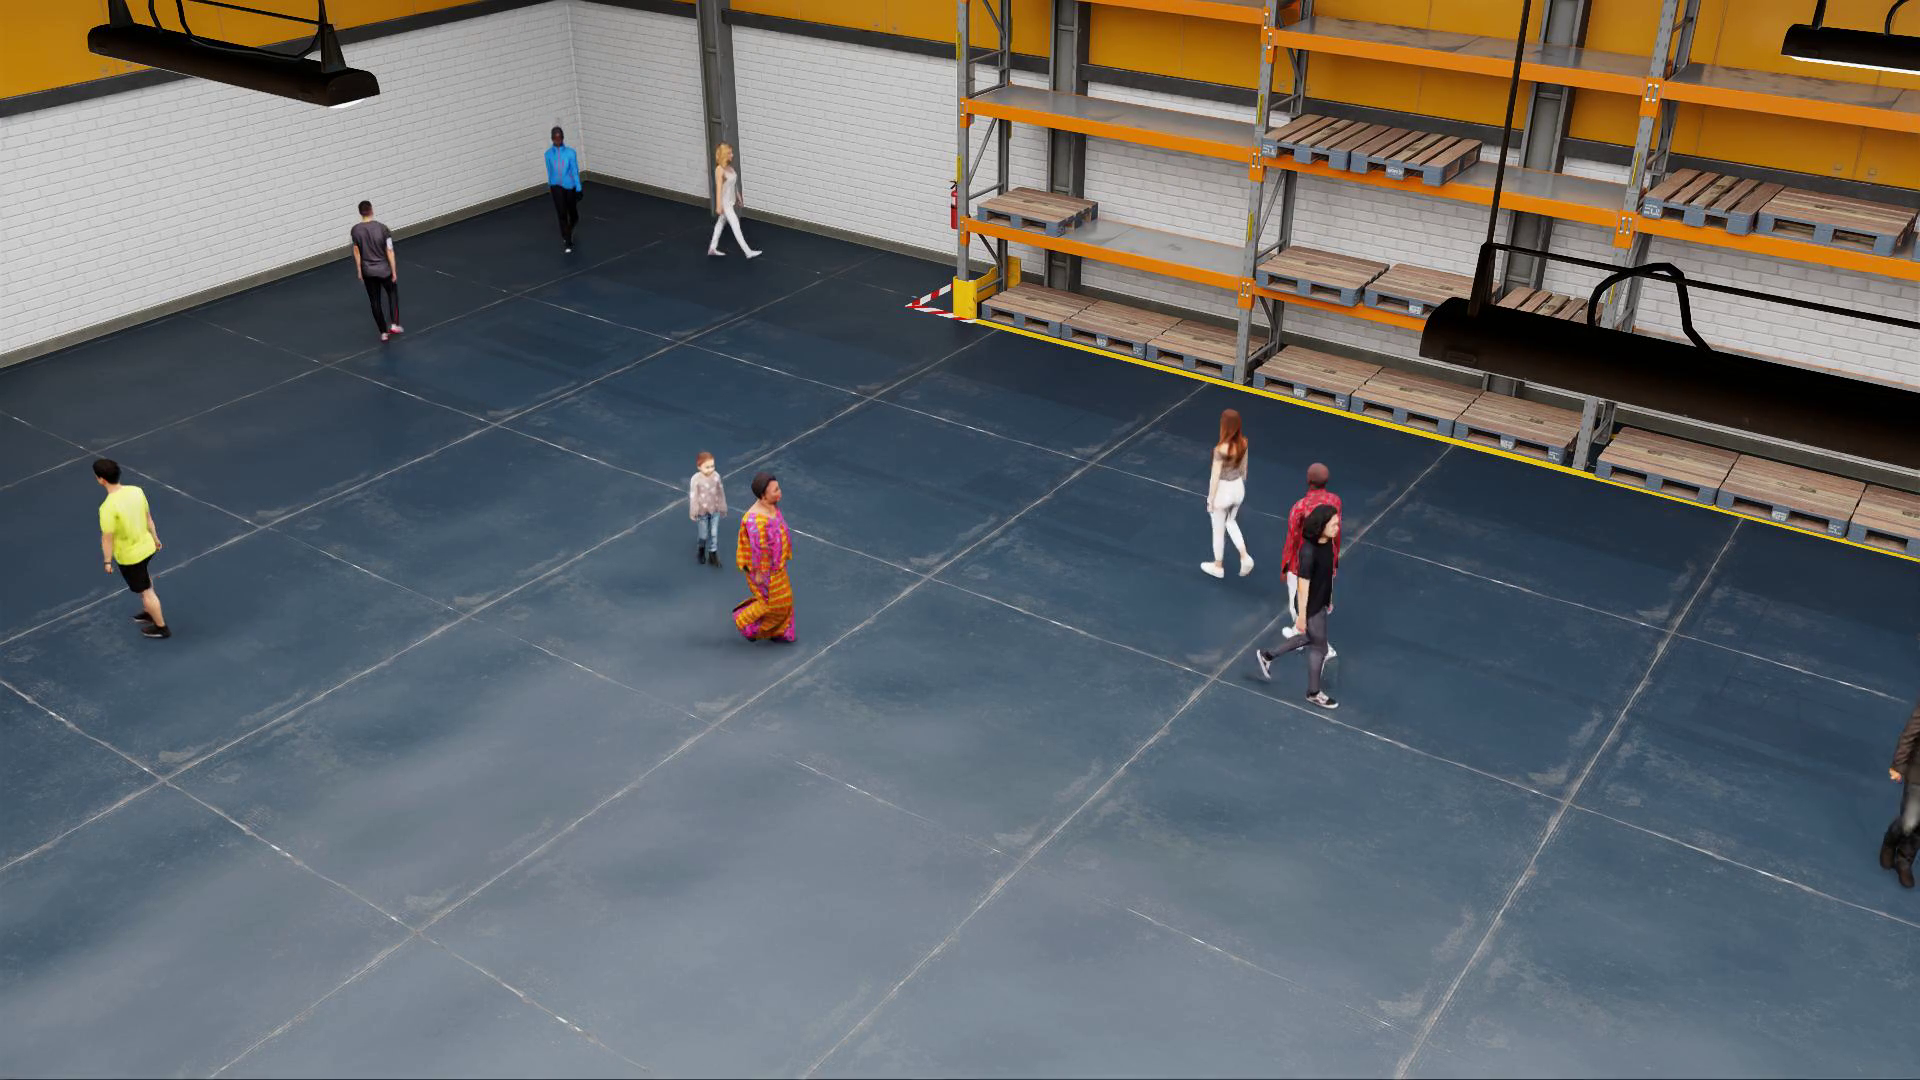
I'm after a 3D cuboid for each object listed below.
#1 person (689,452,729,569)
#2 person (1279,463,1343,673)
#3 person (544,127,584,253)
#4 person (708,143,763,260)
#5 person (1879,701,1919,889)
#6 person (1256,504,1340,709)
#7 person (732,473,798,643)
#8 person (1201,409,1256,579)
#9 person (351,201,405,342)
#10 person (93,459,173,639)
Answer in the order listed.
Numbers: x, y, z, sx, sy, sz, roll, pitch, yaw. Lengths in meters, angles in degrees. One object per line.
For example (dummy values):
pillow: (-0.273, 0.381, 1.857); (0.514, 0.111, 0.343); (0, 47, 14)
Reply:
person: (-2.390, -0.310, 15.621); (0.600, 1.188, 0.649); (-14, 32, -24)
person: (2.982, 0.238, 13.977); (1.010, 1.800, 1.201); (-12, 31, -20)
person: (-5.647, -5.026, 23.674); (1.088, 1.756, 1.152); (-5, 29, -8)
person: (-3.336, -4.711, 23.236); (1.148, 1.621, 0.912); (5, 29, 9)
person: (6.743, 1.569, 11.544); (0.762, 1.793, 0.872); (5, 29, 10)
person: (2.797, 0.491, 13.506); (1.020, 1.807, 0.736); (14, 32, 24)
person: (-1.706, 0.180, 14.234); (0.934, 1.656, 0.817); (6, 29, 11)
person: (2.501, -0.378, 15.196); (0.757, 1.714, 0.907); (-19, 34, -31)
person: (-7.196, -3.281, 20.478); (0.758, 1.752, 0.809); (-7, 29, -12)
person: (-7.068, 0.085, 14.364); (0.818, 1.698, 0.774); (7, 29, 13)
